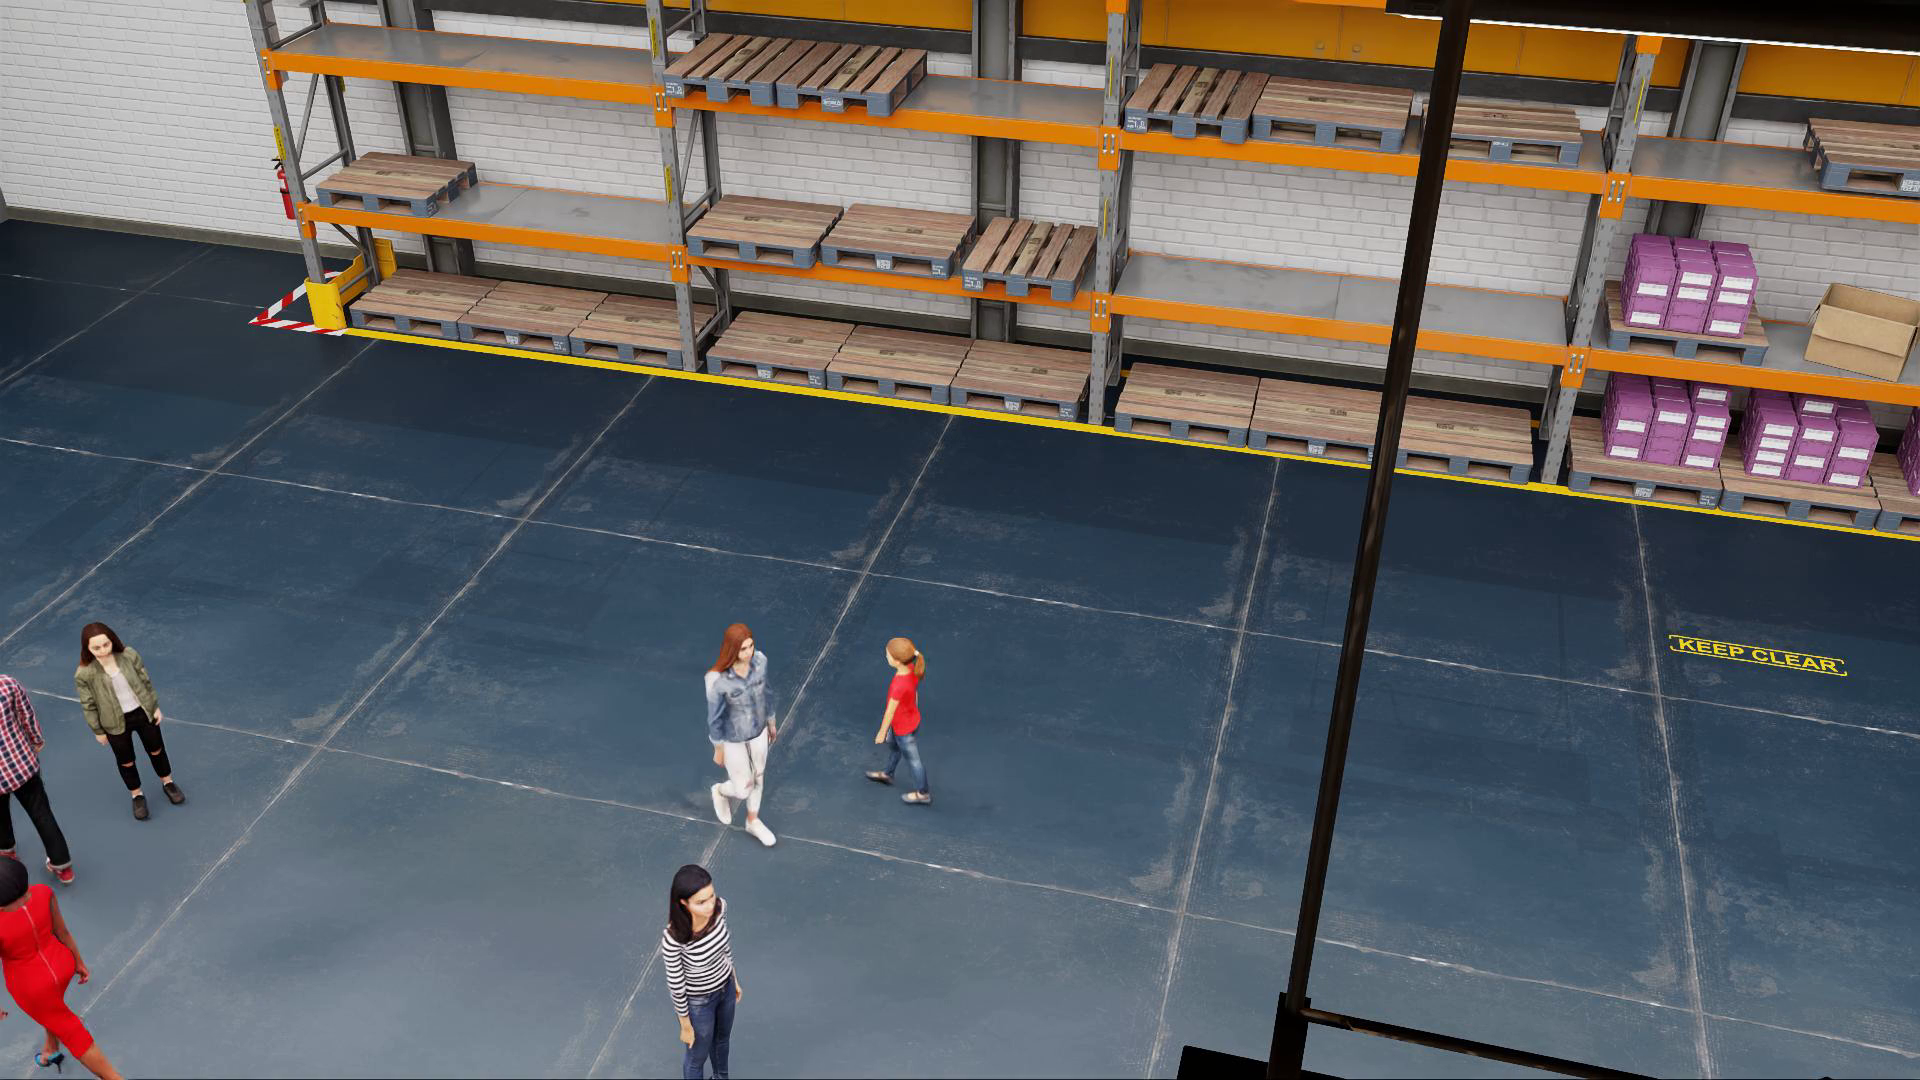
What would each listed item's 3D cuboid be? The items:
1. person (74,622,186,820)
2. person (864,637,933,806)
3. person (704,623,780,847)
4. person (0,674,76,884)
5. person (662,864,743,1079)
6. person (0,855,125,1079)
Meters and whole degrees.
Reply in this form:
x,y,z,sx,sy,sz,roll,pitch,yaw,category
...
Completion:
x,y,z,sx,sy,sz,roll,pitch,yaw,category
-5.331,1.129,10.640,0.653,1.476,0.667,-27,42,-34,person
-0.287,1.192,10.710,0.710,1.295,0.485,7,34,10,person
-1.411,1.180,10.370,0.811,1.691,0.889,-27,42,-35,person
-5.723,1.396,10.003,1.123,1.738,0.969,25,41,32,person
-1.303,2.348,8.516,0.578,1.797,0.631,20,38,27,person
-4.670,2.345,8.611,1.144,1.698,0.708,14,36,20,person
